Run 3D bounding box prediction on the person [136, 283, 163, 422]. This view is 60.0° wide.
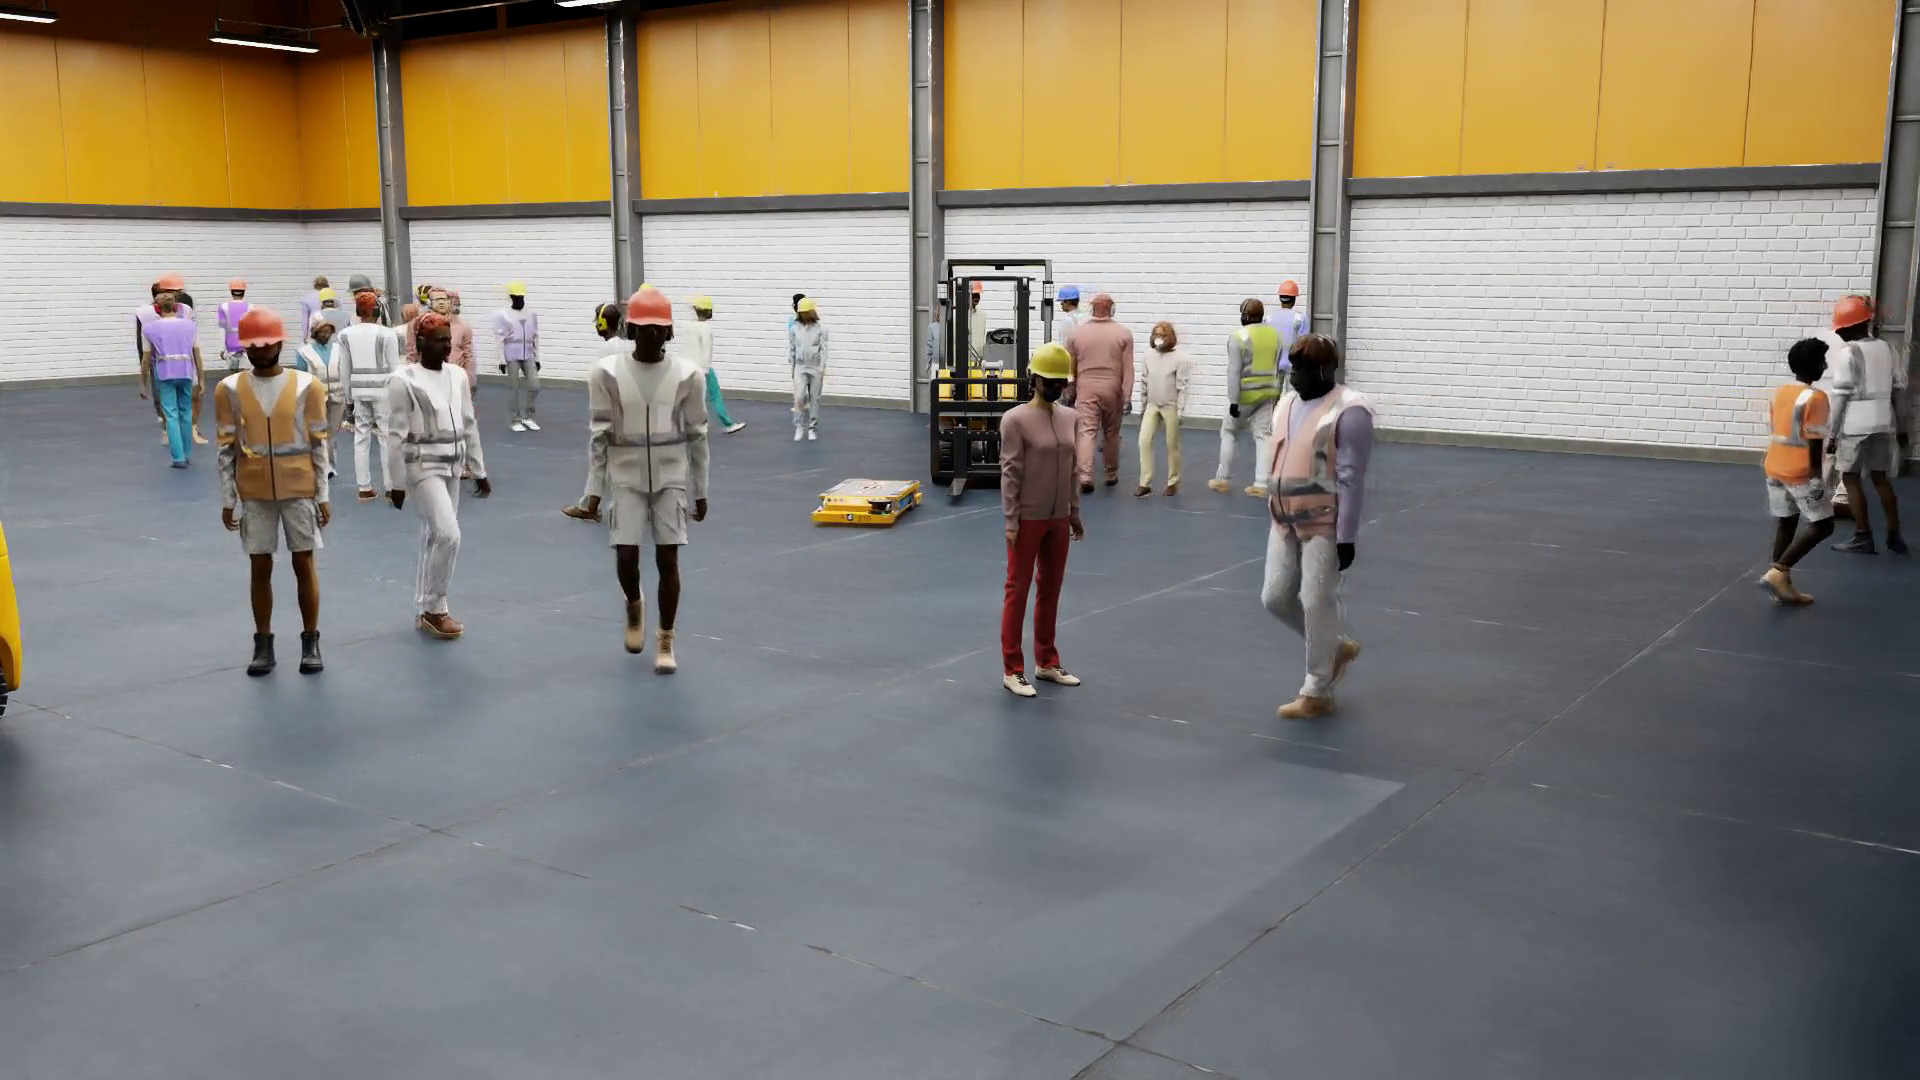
[{"bbox_3d":[-10.847,-2.557,22.613,0.609,1.863,0.993,-3,10,-19],"label":"person"}]

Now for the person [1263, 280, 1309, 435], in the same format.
[{"bbox_3d":[3.732,-1.995,19.050,0.545,1.938,0.360,5,11,27],"label":"person"}]

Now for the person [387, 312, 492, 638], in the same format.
[{"bbox_3d":[-2.960,-0.366,9.576,0.589,1.865,0.580,4,10,20],"label":"person"}]

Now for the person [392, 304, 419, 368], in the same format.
[{"bbox_3d":[-6.670,-2.056,20.299,0.522,1.639,0.306,-6,11,-32],"label":"person"}]

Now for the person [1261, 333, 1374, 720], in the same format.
[{"bbox_3d":[1.711,-0.067,7.916,0.520,1.829,0.632,-5,11,-30],"label":"person"}]

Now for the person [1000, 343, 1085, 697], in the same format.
[{"bbox_3d":[0.422,-0.105,8.333,0.523,1.760,0.328,-8,13,-41],"label":"person"}]

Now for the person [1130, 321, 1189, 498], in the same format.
[{"bbox_3d":[1.806,-1.168,15.072,0.524,1.607,0.677,7,12,34],"label":"person"}]

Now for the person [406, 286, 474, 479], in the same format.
[{"bbox_3d":[-5.122,-1.540,16.423,0.643,1.913,0.410,-4,10,-21],"label":"person"}]

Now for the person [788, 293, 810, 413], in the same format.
[{"bbox_3d":[-2.260,-2.663,23.746,0.321,1.695,0.537,6,11,32],"label":"person"}]

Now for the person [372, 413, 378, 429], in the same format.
[{"bbox_3d":[-7.551,-2.238,21.496,0.500,1.597,0.816,-1,10,-6],"label":"person"}]

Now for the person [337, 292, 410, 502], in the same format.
[{"bbox_3d":[-5.263,-1.276,14.937,0.575,1.882,0.355,1,10,7],"label":"person"}]

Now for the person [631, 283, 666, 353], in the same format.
[{"bbox_3d":[-4.625,-2.887,24.676,0.590,1.833,0.404,-8,12,-40],"label":"person"}]

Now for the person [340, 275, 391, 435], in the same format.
[{"bbox_3d":[-7.453,-2.313,20.639,0.942,2.000,0.686,0,10,1],"label":"person"}]

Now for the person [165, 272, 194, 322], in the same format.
[{"bbox_3d":[-12.942,-3.405,27.334,0.646,1.968,0.807,2,10,11],"label":"person"}]

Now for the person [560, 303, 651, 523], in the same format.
[{"bbox_3d":[-2.845,-1.038,13.727,0.996,1.815,0.557,4,10,22],"label":"person"}]

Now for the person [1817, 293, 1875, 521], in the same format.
[{"bbox_3d":[7.340,-1.082,13.731,0.499,1.888,0.668,-1,10,-8],"label":"person"}]

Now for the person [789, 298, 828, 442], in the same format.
[{"bbox_3d":[-1.822,-2.034,19.953,0.489,1.716,0.672,0,10,2],"label":"person"}]

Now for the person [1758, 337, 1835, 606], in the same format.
[{"bbox_3d":[5.199,-0.410,10.314,0.351,1.687,0.552,0,10,-3],"label":"person"}]

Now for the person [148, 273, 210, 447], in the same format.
[{"bbox_3d":[-8.987,-2.054,19.157,0.688,2.016,0.636,4,10,21],"label":"person"}]

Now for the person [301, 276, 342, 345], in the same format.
[{"bbox_3d":[-10.593,-3.422,27.670,0.635,1.902,0.607,-3,10,-17],"label":"person"}]

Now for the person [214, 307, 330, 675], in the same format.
[{"bbox_3d":[-3.588,-0.249,8.705,0.546,1.927,0.378,-3,10,-15],"label":"person"}]

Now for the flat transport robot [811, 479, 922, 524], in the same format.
[{"bbox_3d":[-0.773,-0.344,14.171,0.652,0.197,1.431,2,10,9],"label":"flat transport robot"}]

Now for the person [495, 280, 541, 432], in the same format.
[{"bbox_3d":[-5.536,-2.306,20.970,0.624,1.907,0.557,-9,13,-44],"label":"person"}]

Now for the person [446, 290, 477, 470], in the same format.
[{"bbox_3d":[-5.375,-1.673,17.382,0.919,1.869,0.650,6,11,31],"label":"person"}]

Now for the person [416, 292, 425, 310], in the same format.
[{"bbox_3d":[-8.903,-3.389,27.939,0.832,1.727,0.546,3,10,16],"label":"person"}]

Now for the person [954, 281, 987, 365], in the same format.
[{"bbox_3d":[0.108,-1.923,18.454,0.397,1.992,0.623,8,12,39],"label":"person"}]

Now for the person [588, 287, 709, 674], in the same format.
[{"bbox_3d":[-1.633,-0.311,8.745,0.639,2.025,0.520,-2,10,-12],"label":"person"}]

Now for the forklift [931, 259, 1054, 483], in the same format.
[{"bbox_3d":[0.370,-1.738,16.759,1.214,2.155,2.313,1,10,3],"label":"forklift"}]

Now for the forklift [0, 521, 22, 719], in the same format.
[{"bbox_3d":[-5.296,-0.090,6.943,1.214,2.155,2.313,7,12,35],"label":"forklift"}]

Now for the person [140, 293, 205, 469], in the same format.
[{"bbox_3d":[-8.266,-1.663,17.415,0.596,1.838,0.552,-9,13,-42],"label":"person"}]

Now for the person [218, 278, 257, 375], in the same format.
[{"bbox_3d":[-10.326,-2.791,23.893,0.566,1.899,0.896,-4,10,-22],"label":"person"}]

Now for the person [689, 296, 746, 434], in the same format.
[{"bbox_3d":[-3.124,-2.133,20.500,0.895,1.712,0.547,-7,12,-35],"label":"person"}]

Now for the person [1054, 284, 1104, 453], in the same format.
[{"bbox_3d":[1.358,-1.919,18.709,0.889,1.910,0.653,6,11,30],"label":"person"}]

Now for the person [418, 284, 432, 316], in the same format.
[{"bbox_3d":[-7.529,-2.715,23.654,0.870,1.838,0.543,4,10,21],"label":"person"}]

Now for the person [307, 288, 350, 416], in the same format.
[{"bbox_3d":[-8.719,-2.595,23.049,0.882,1.798,0.599,9,13,42],"label":"person"}]

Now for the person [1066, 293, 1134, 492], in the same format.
[{"bbox_3d":[1.309,-1.386,15.663,0.659,1.865,0.977,2,10,12],"label":"person"}]

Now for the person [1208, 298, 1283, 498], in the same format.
[{"bbox_3d":[2.623,-1.318,15.387,0.646,1.808,0.830,-5,11,-28],"label":"person"}]

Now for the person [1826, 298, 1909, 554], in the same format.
[{"bbox_3d":[6.695,-0.834,12.288,0.654,1.887,0.500,-3,10,-18],"label":"person"}]

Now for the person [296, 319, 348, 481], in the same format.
[{"bbox_3d":[-6.242,-1.375,16.413,0.502,1.585,0.861,-7,12,-34],"label":"person"}]

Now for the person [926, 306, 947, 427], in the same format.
[{"bbox_3d":[-0.205,-2.272,21.603,0.499,1.634,0.280,3,10,15],"label":"person"}]
